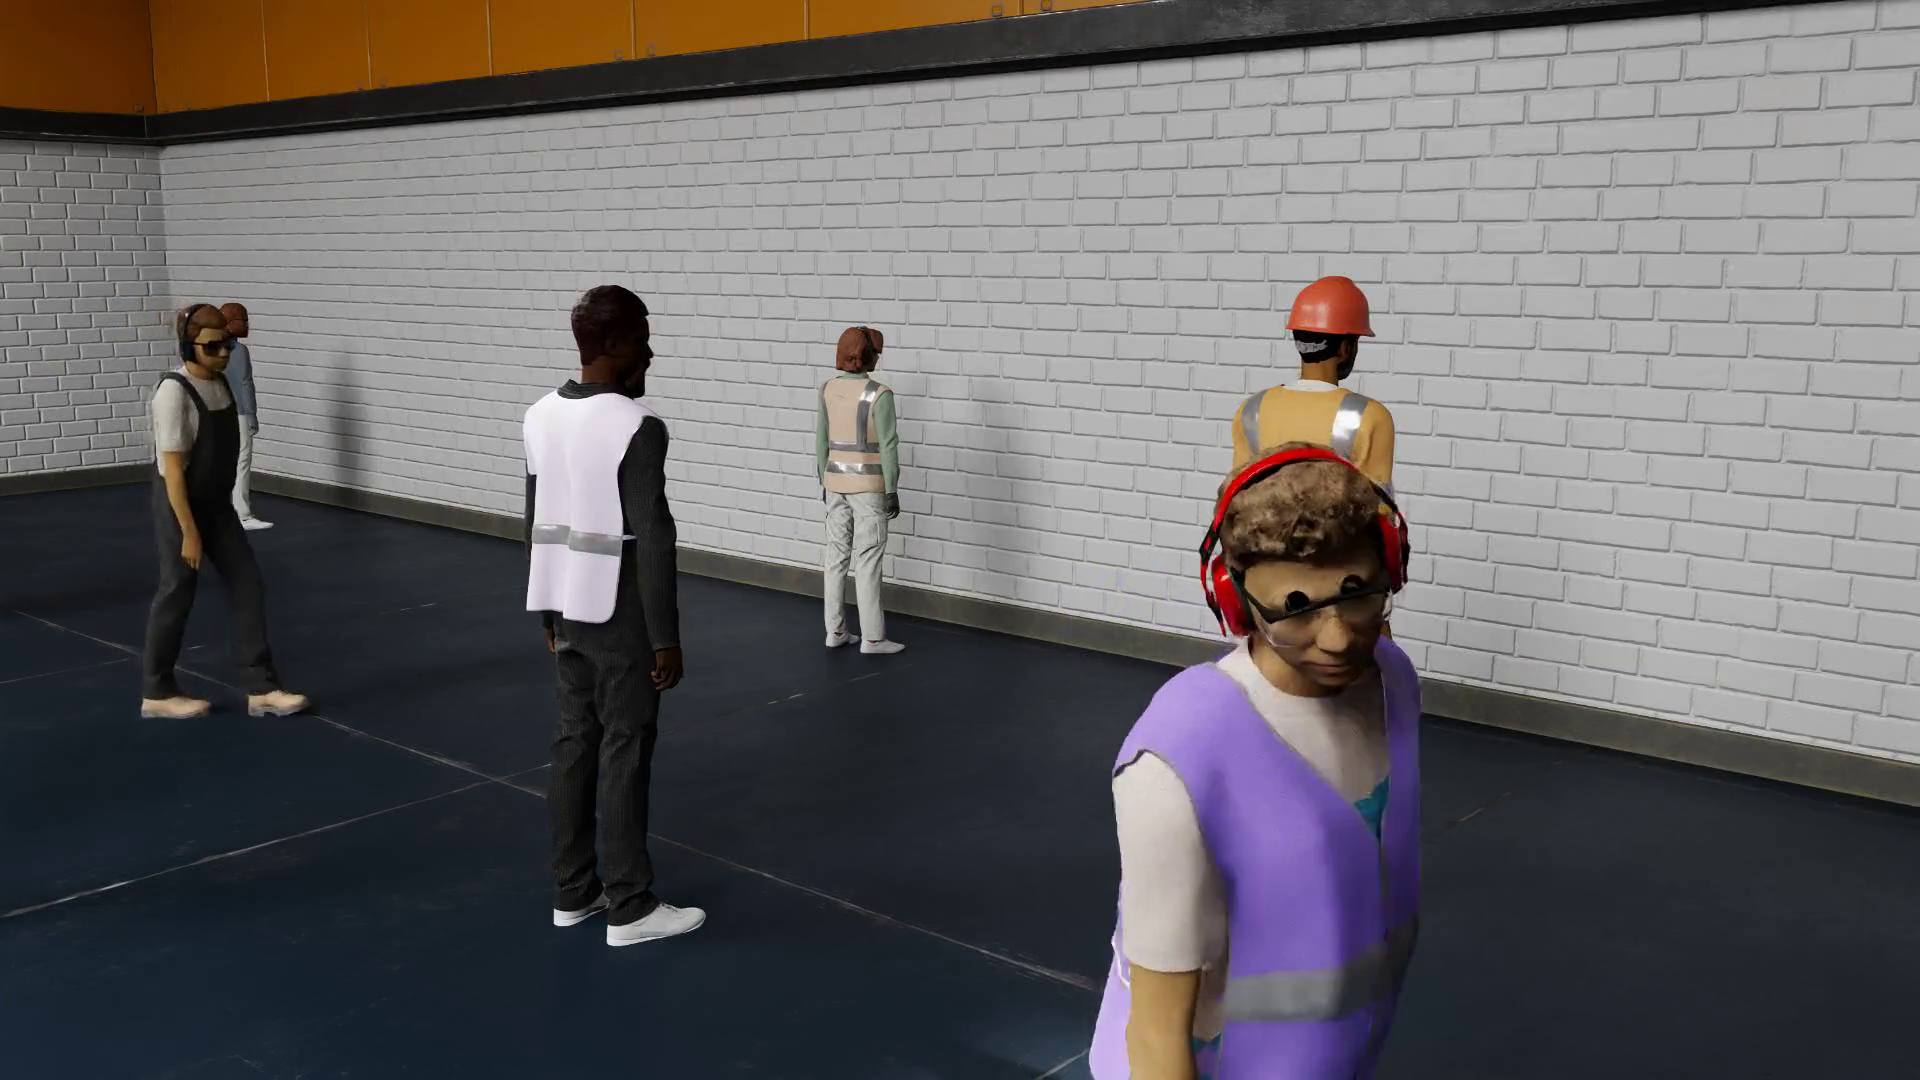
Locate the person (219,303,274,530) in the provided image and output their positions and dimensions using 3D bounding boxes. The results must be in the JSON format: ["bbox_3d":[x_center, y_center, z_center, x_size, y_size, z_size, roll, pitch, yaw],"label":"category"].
[{"bbox_3d":[-5.216,-0.889,12.001,0.505,1.631,0.278,9,13,40],"label":"person"}]

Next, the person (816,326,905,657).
[{"bbox_3d":[-0.507,-0.241,8.296,0.521,1.639,0.311,9,13,40],"label":"person"}]

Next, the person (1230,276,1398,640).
[{"bbox_3d":[1.110,0.154,5.199,0.550,1.935,0.376,9,13,40],"label":"person"}]

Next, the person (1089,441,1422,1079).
[{"bbox_3d":[0.403,0.748,2.198,0.449,1.804,0.685,8,13,39],"label":"person"}]

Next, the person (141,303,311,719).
[{"bbox_3d":[-3.169,-0.090,7.001,0.848,1.789,0.505,2,10,10],"label":"person"}]

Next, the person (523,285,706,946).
[{"bbox_3d":[-1.046,0.225,4.857,0.594,1.915,0.373,9,13,40],"label":"person"}]
